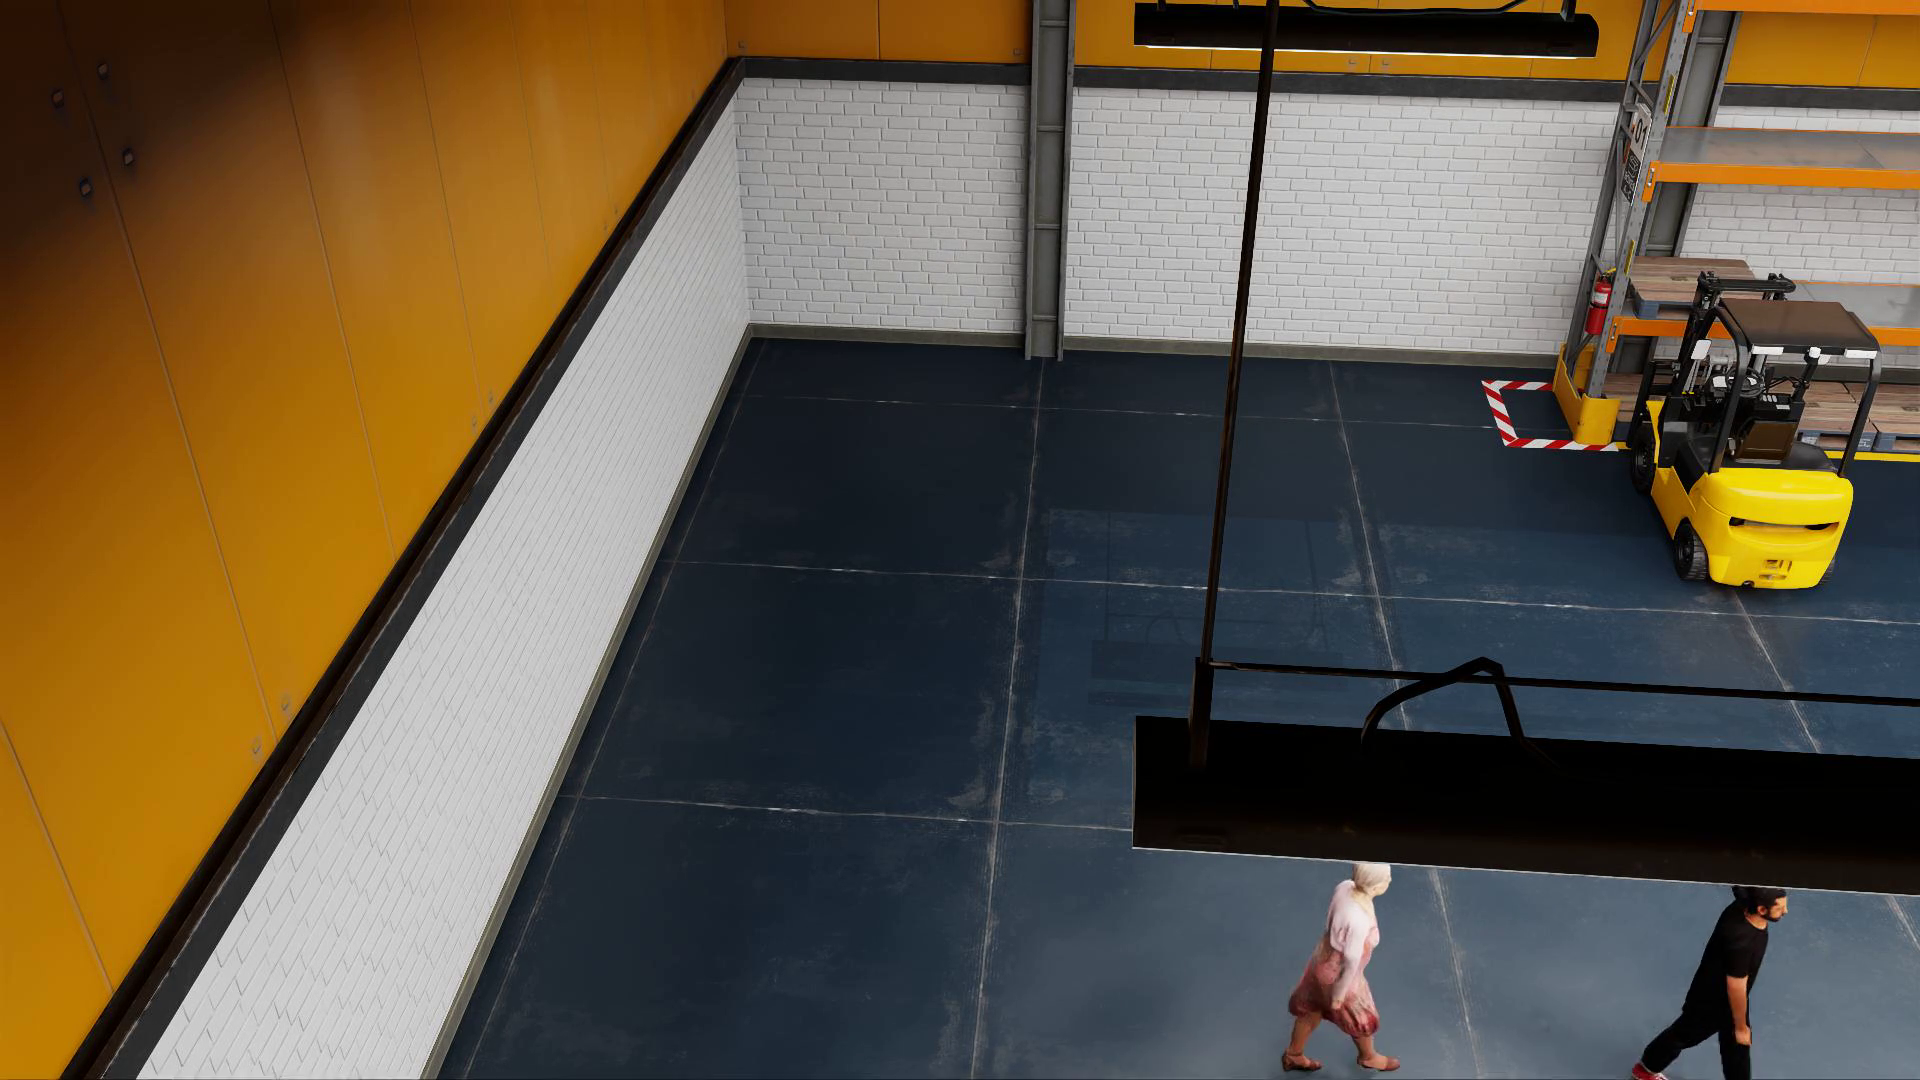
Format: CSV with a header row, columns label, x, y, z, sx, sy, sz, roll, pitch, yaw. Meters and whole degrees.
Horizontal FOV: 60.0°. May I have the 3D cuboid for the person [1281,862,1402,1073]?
label,x,y,z,sx,sy,sz,roll,pitch,yaw
person,2.072,2.463,9.465,0.970,1.661,0.708,-3,34,-4

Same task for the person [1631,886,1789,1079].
label,x,y,z,sx,sy,sz,roll,pitch,yaw
person,4.156,2.522,9.320,1.134,1.723,0.959,22,39,29
